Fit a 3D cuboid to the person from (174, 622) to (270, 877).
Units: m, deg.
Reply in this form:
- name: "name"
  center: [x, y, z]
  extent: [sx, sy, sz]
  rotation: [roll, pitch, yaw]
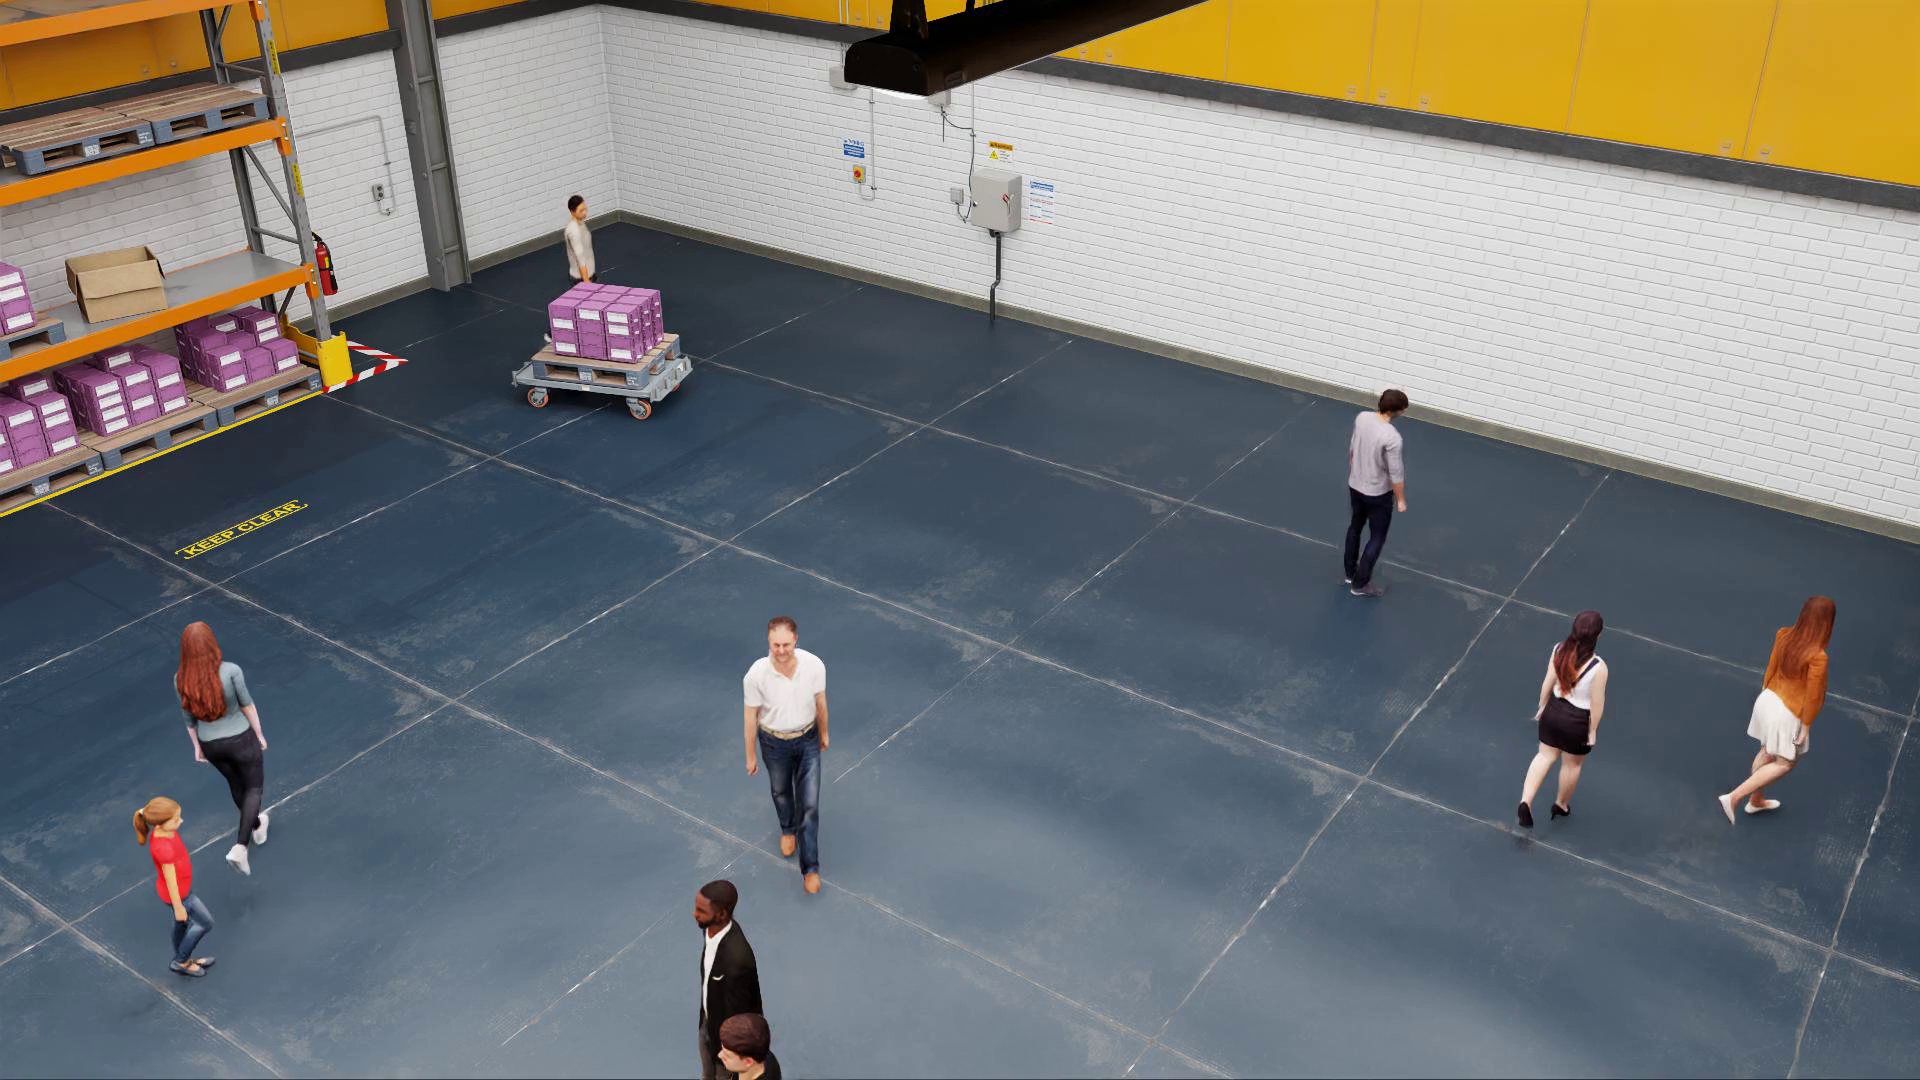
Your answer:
- name: "person"
  center: [-4.572, 1.318, 10.391]
  extent: [0.994, 1.726, 1.071]
  rotation: [-5, 29, -8]

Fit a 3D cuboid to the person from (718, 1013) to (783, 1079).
- name: "person"
  center: [-0.827, 2.820, 7.502]
  extent: [0.949, 1.857, 0.889]
  rotation: [-8, 30, -14]

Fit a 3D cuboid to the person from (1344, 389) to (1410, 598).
- name: "person"
  center: [3.322, -0.428, 13.495]
  extent: [0.801, 1.819, 0.781]
  rotation: [25, 37, 38]

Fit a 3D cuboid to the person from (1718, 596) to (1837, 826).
- name: "person"
  center: [5.255, 1.134, 10.750]
  extent: [0.988, 1.705, 0.904]
  rotation: [-8, 30, -14]

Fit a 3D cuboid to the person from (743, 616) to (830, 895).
- name: "person"
  center: [-1.080, 1.211, 10.481]
  extent: [1.058, 1.827, 1.153]
  rotation: [-3, 29, -5]

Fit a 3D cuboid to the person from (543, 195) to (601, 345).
- name: "person"
  center: [-4.180, -2.845, 17.977]
  extent: [1.141, 1.769, 1.112]
  rotation: [-4, 29, -6]

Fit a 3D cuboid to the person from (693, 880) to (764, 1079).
- name: "person"
  center: [-1.072, 2.428, 8.294]
  extent: [1.081, 1.786, 0.941]
  rotation: [-14, 32, -24]

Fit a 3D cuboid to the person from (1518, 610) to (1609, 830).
- name: "person"
  center: [3.863, 1.201, 10.697]
  extent: [0.912, 1.639, 0.681]
  rotation: [-23, 36, -36]

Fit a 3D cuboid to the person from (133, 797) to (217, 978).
- name: "person"
  center: [-4.552, 2.030, 9.534]
  extent: [0.663, 1.298, 0.648]
  rotation: [-16, 32, -26]
